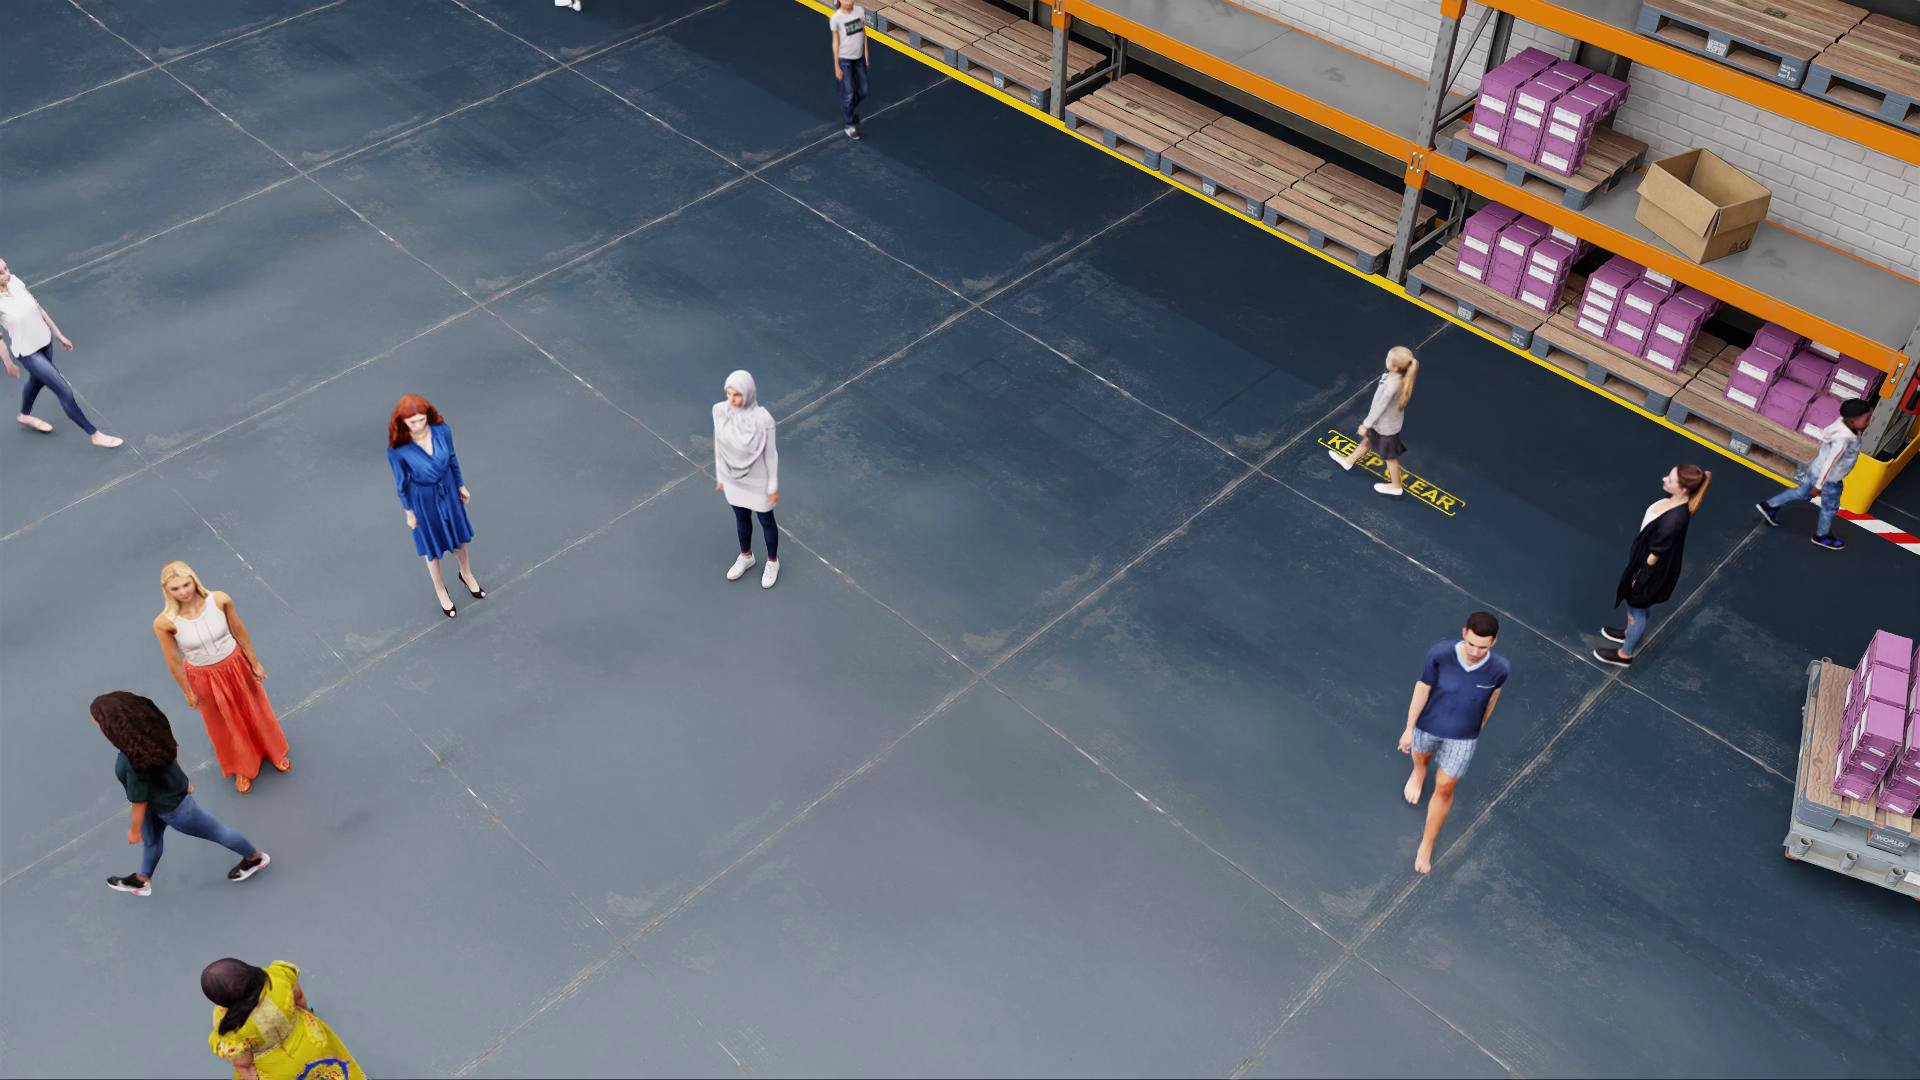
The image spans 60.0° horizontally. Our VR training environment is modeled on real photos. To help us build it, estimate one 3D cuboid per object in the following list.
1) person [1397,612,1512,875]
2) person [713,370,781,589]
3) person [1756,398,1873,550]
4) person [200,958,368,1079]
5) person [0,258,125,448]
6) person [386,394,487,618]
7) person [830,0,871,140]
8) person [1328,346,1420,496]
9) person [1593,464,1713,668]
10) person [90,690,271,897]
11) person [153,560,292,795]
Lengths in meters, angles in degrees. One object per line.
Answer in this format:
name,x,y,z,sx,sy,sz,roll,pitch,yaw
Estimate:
person,2.859,1.005,9.758,1.152,1.800,1.010,15,46,15
person,-1.430,-0.423,11.274,0.608,1.775,0.744,14,45,15
person,6.076,-0.510,11.748,0.917,1.248,0.653,19,47,19
person,-3.271,2.599,8.217,1.179,1.617,0.939,22,48,21
person,-6.975,-1.413,12.371,1.170,1.697,1.025,5,44,5
person,-3.487,-0.251,11.057,0.604,1.826,0.556,-34,53,-30
person,-1.080,-4.602,15.826,0.617,1.547,0.705,-23,48,-23
person,3.159,-0.838,12.094,0.907,1.245,0.671,20,47,19
person,4.487,0.159,10.730,0.654,1.684,0.688,20,47,20
person,-4.398,1.458,9.454,0.956,1.562,1.124,-17,46,-17
person,-4.443,0.795,9.976,0.643,1.802,0.604,-29,51,-27
